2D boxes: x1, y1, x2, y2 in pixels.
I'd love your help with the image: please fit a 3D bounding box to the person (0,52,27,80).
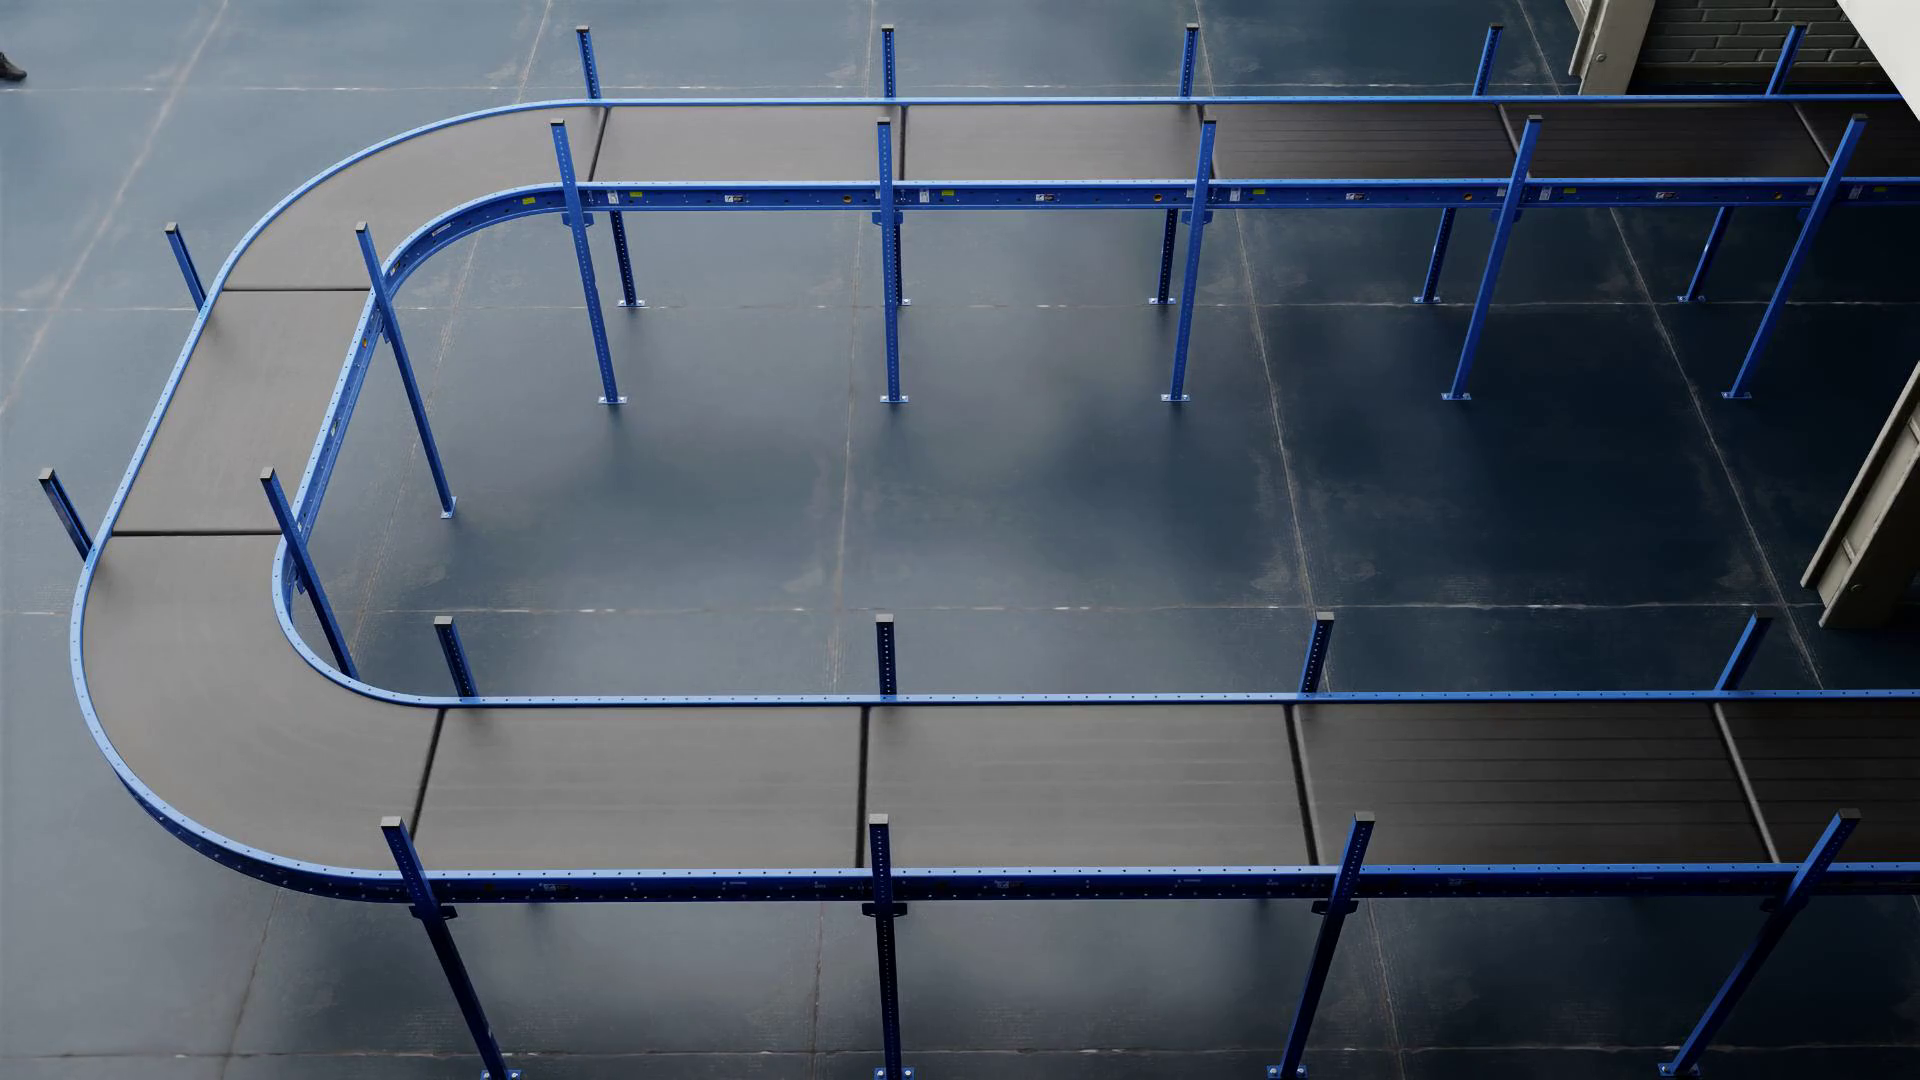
[{"bbox_3d":[-8.502,-4.741,14.388,0.630,1.926,0.558,12,48,11],"label":"person"}]
